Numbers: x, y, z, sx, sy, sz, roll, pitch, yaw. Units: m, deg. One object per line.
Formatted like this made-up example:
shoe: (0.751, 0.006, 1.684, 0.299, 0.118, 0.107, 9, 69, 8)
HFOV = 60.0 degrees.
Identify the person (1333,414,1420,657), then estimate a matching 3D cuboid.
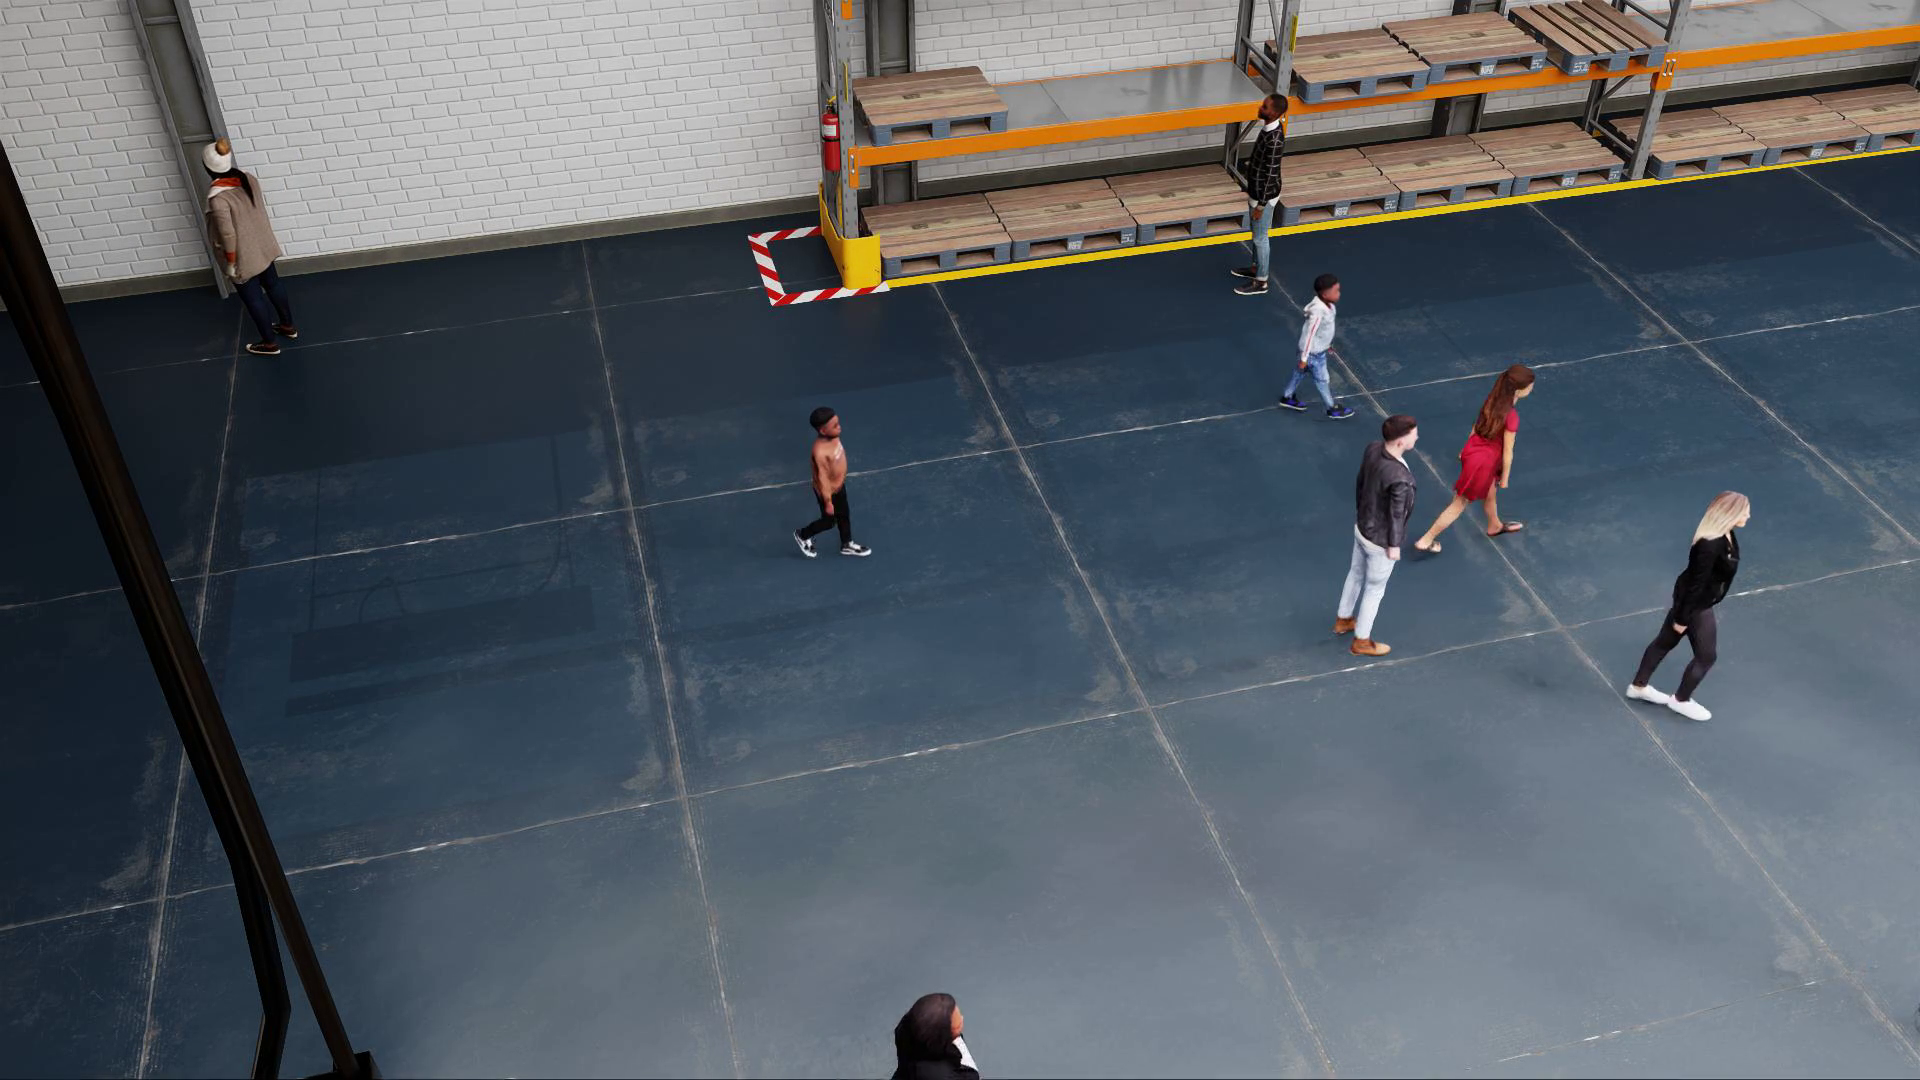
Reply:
person: (2.681, -0.044, 10.698, 0.512, 1.836, 0.648, -10, 40, -12)

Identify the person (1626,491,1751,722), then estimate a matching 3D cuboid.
person: (4.439, 0.377, 10.303, 0.914, 1.671, 0.851, 15, 41, 18)

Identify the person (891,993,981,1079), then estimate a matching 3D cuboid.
person: (-0.206, 2.624, 7.558, 1.164, 1.586, 0.863, -23, 44, -26)

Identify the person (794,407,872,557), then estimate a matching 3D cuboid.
person: (-0.952, -0.375, 11.587, 0.864, 1.244, 0.747, 9, 40, 12)

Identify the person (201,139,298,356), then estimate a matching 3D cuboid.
person: (-5.846, -2.421, 13.630, 0.834, 1.891, 0.814, 9, 40, 11)

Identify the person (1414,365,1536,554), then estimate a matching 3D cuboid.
person: (3.566, -0.532, 11.565, 1.096, 1.516, 0.616, -10, 40, -12)

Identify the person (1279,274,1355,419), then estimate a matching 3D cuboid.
person: (2.717, -1.529, 13.041, 0.893, 1.233, 0.773, 14, 41, 16)

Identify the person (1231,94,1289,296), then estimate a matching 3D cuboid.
person: (2.641, -3.011, 14.425, 0.677, 1.821, 0.725, 3, 39, 3)
